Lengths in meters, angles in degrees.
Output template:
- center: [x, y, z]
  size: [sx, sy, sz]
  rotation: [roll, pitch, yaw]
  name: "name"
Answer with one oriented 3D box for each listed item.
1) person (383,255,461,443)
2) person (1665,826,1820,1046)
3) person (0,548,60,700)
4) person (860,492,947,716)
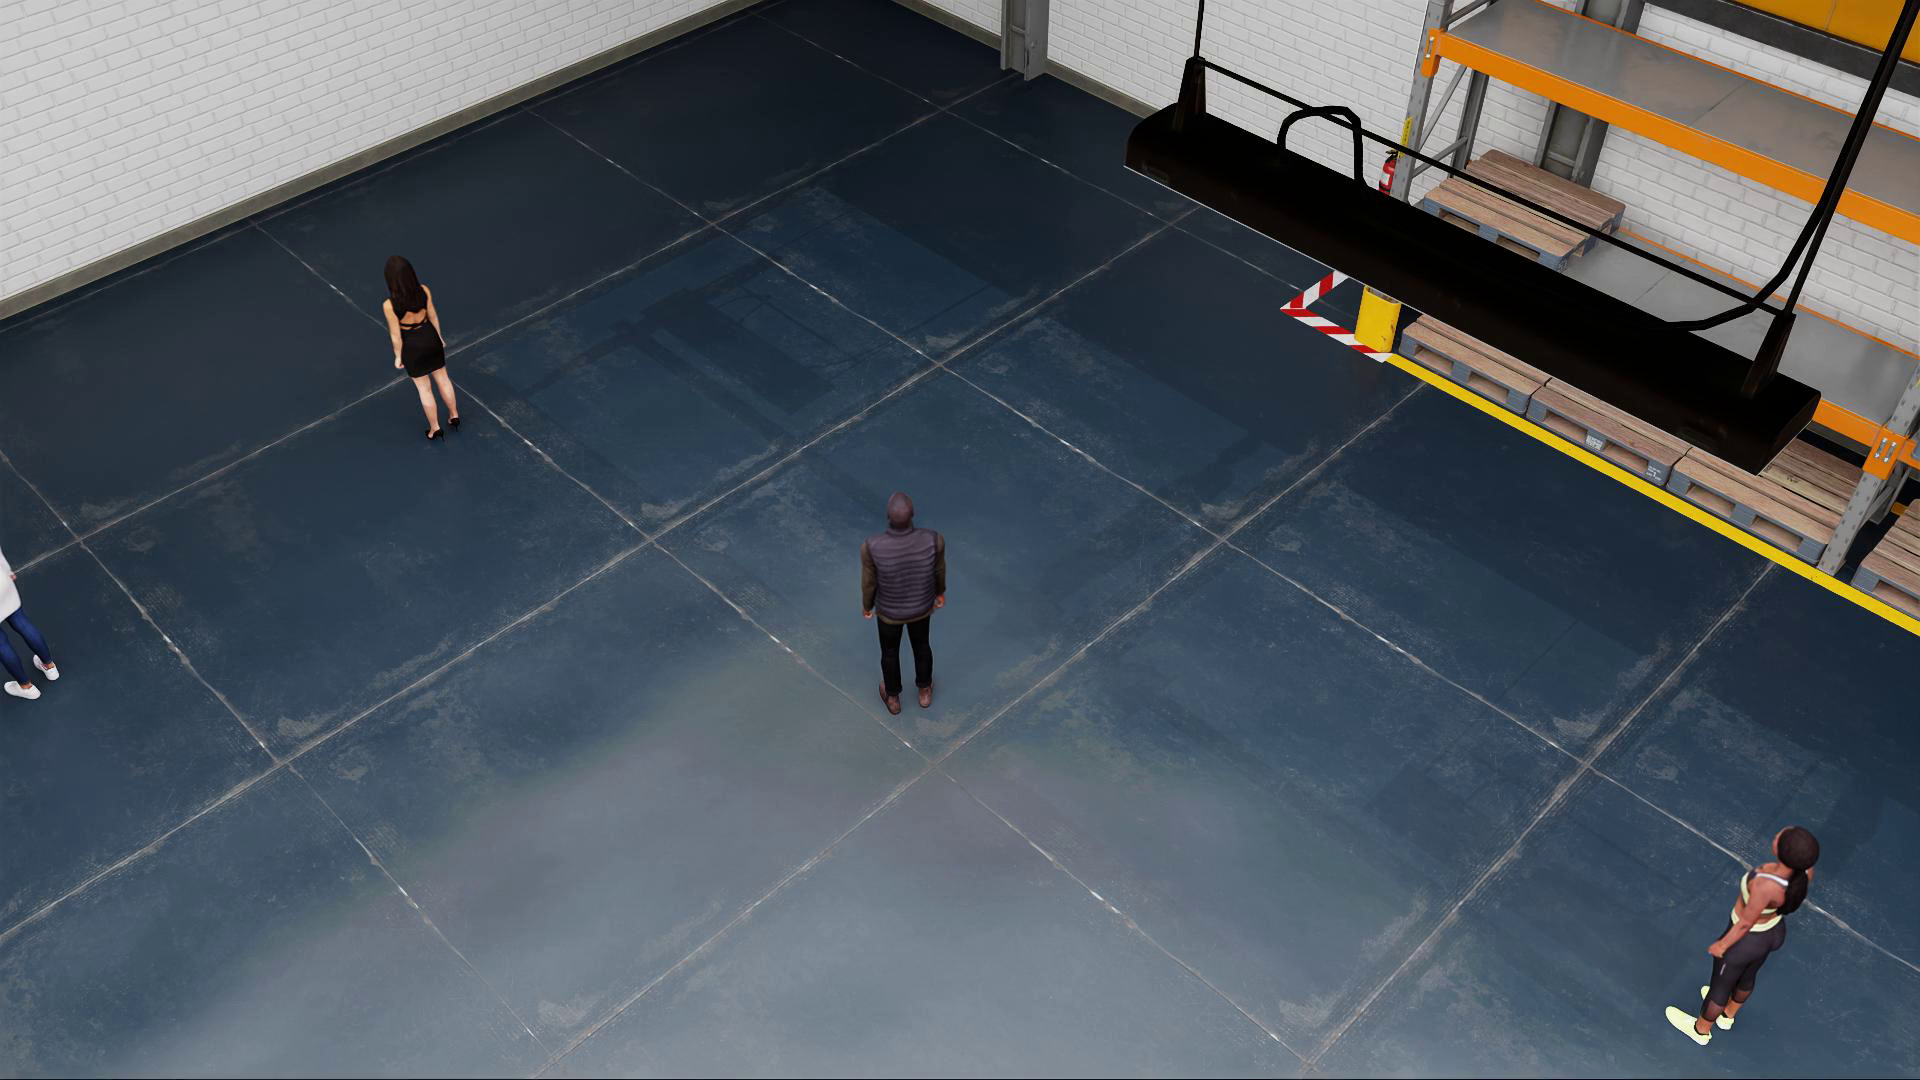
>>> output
- center: [-4.096, -1.450, 12.653]
  size: [0.564, 1.650, 0.475]
  rotation: [-33, 52, -30]
  name: "person"
- center: [4.213, 2.113, 8.837]
  size: [0.624, 1.754, 0.610]
  rotation: [-18, 46, -18]
  name: "person"
- center: [-6.280, 0.331, 10.692]
  size: [0.632, 1.775, 0.676]
  rotation: [19, 47, 19]
  name: "person"
- center: [-0.360, 0.402, 10.574]
  size: [0.781, 1.836, 0.770]
  rotation: [-9, 44, -10]
  name: "person"
